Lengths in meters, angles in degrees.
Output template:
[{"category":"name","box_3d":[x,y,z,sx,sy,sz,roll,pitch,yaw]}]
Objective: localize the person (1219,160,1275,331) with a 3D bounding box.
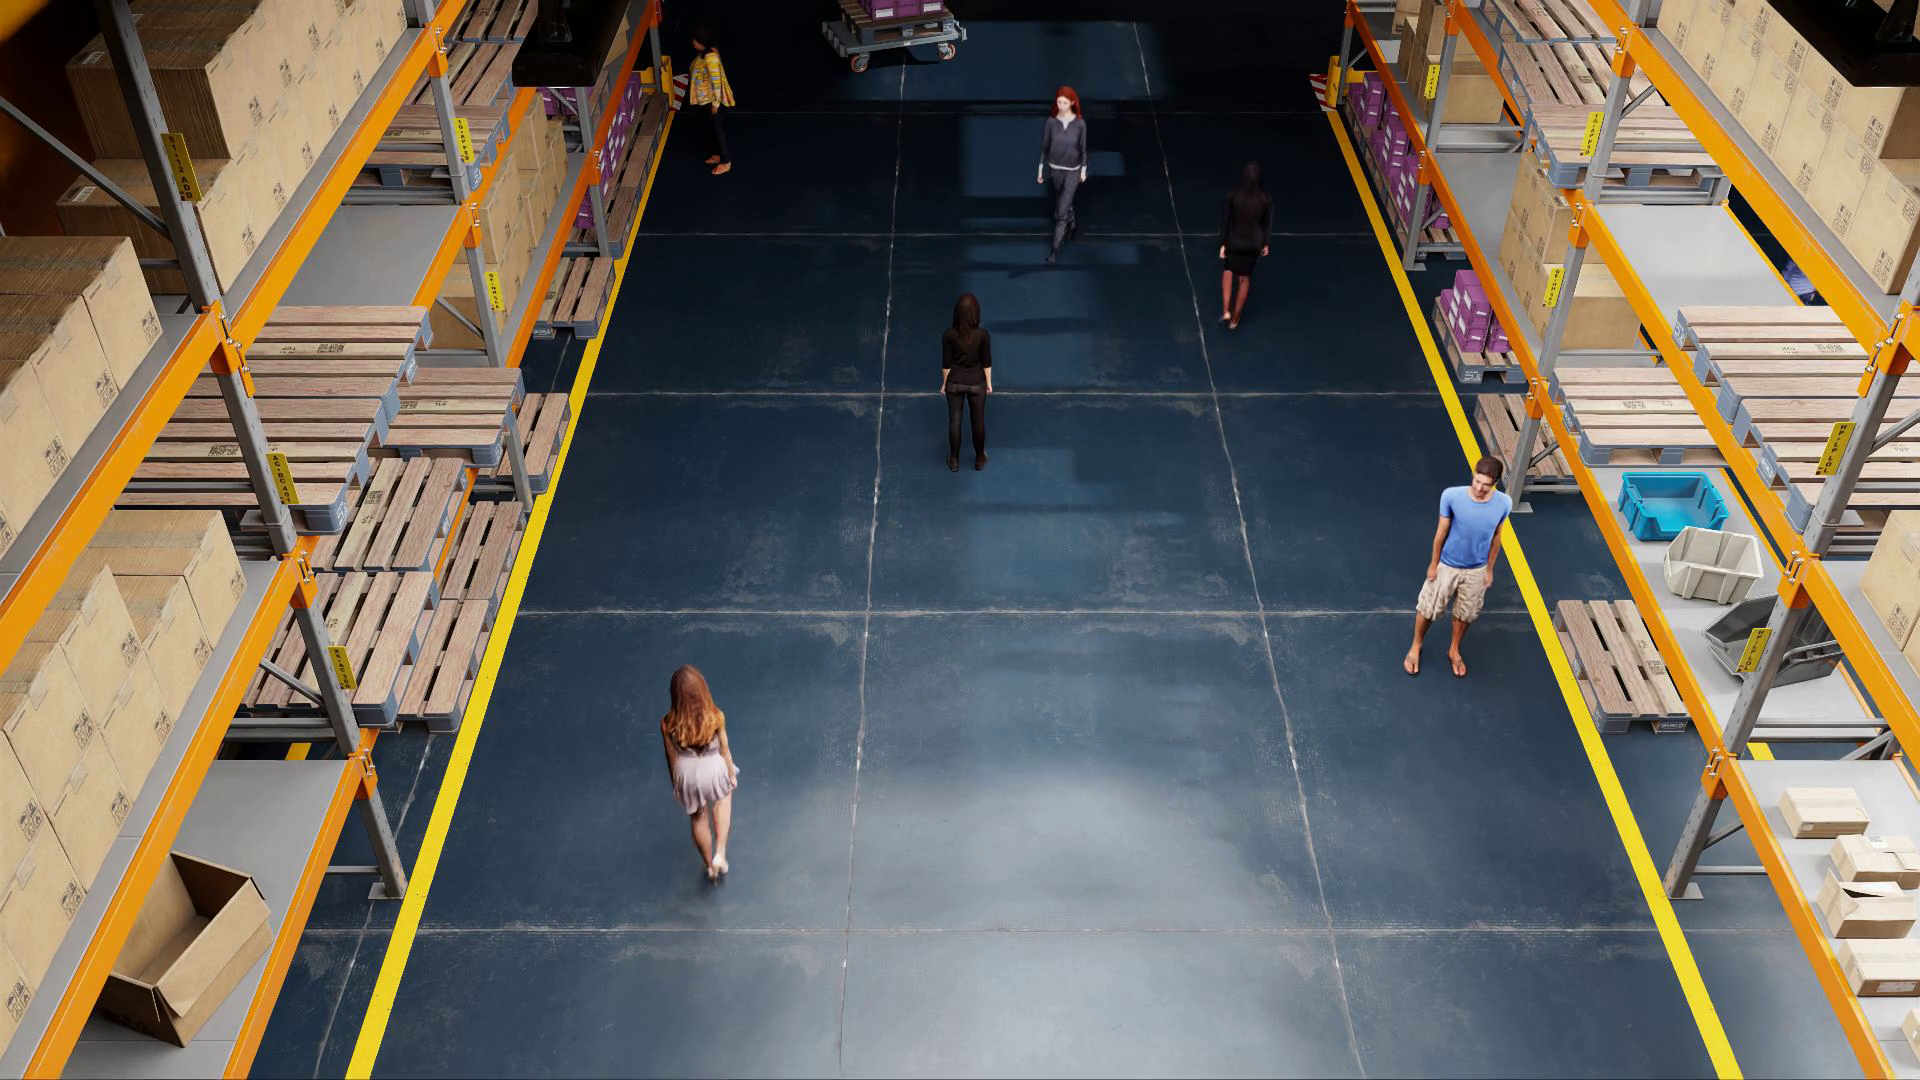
[{"category":"person","box_3d":[2.610,-2.669,15.327,0.693,1.710,0.757,7,39,9]}]

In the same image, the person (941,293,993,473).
[{"category":"person","box_3d":[0.053,-1.282,13.645,0.568,1.642,0.486,0,39,-1]}]

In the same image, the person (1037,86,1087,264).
[{"category":"person","box_3d":[1.065,-3.694,16.600,0.900,1.724,1.220,14,41,17]}]

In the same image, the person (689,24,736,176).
[{"category":"person","box_3d":[-2.684,-4.786,18.025,0.877,1.652,0.799,-12,40,-14]}]

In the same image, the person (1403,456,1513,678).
[{"category":"person","box_3d":[3.515,0.151,11.673,0.681,1.864,0.606,5,39,6]}]

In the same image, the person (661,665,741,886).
[{"category":"person","box_3d":[-1.557,1.510,10.054,0.605,1.761,0.654,-4,39,-5]}]
